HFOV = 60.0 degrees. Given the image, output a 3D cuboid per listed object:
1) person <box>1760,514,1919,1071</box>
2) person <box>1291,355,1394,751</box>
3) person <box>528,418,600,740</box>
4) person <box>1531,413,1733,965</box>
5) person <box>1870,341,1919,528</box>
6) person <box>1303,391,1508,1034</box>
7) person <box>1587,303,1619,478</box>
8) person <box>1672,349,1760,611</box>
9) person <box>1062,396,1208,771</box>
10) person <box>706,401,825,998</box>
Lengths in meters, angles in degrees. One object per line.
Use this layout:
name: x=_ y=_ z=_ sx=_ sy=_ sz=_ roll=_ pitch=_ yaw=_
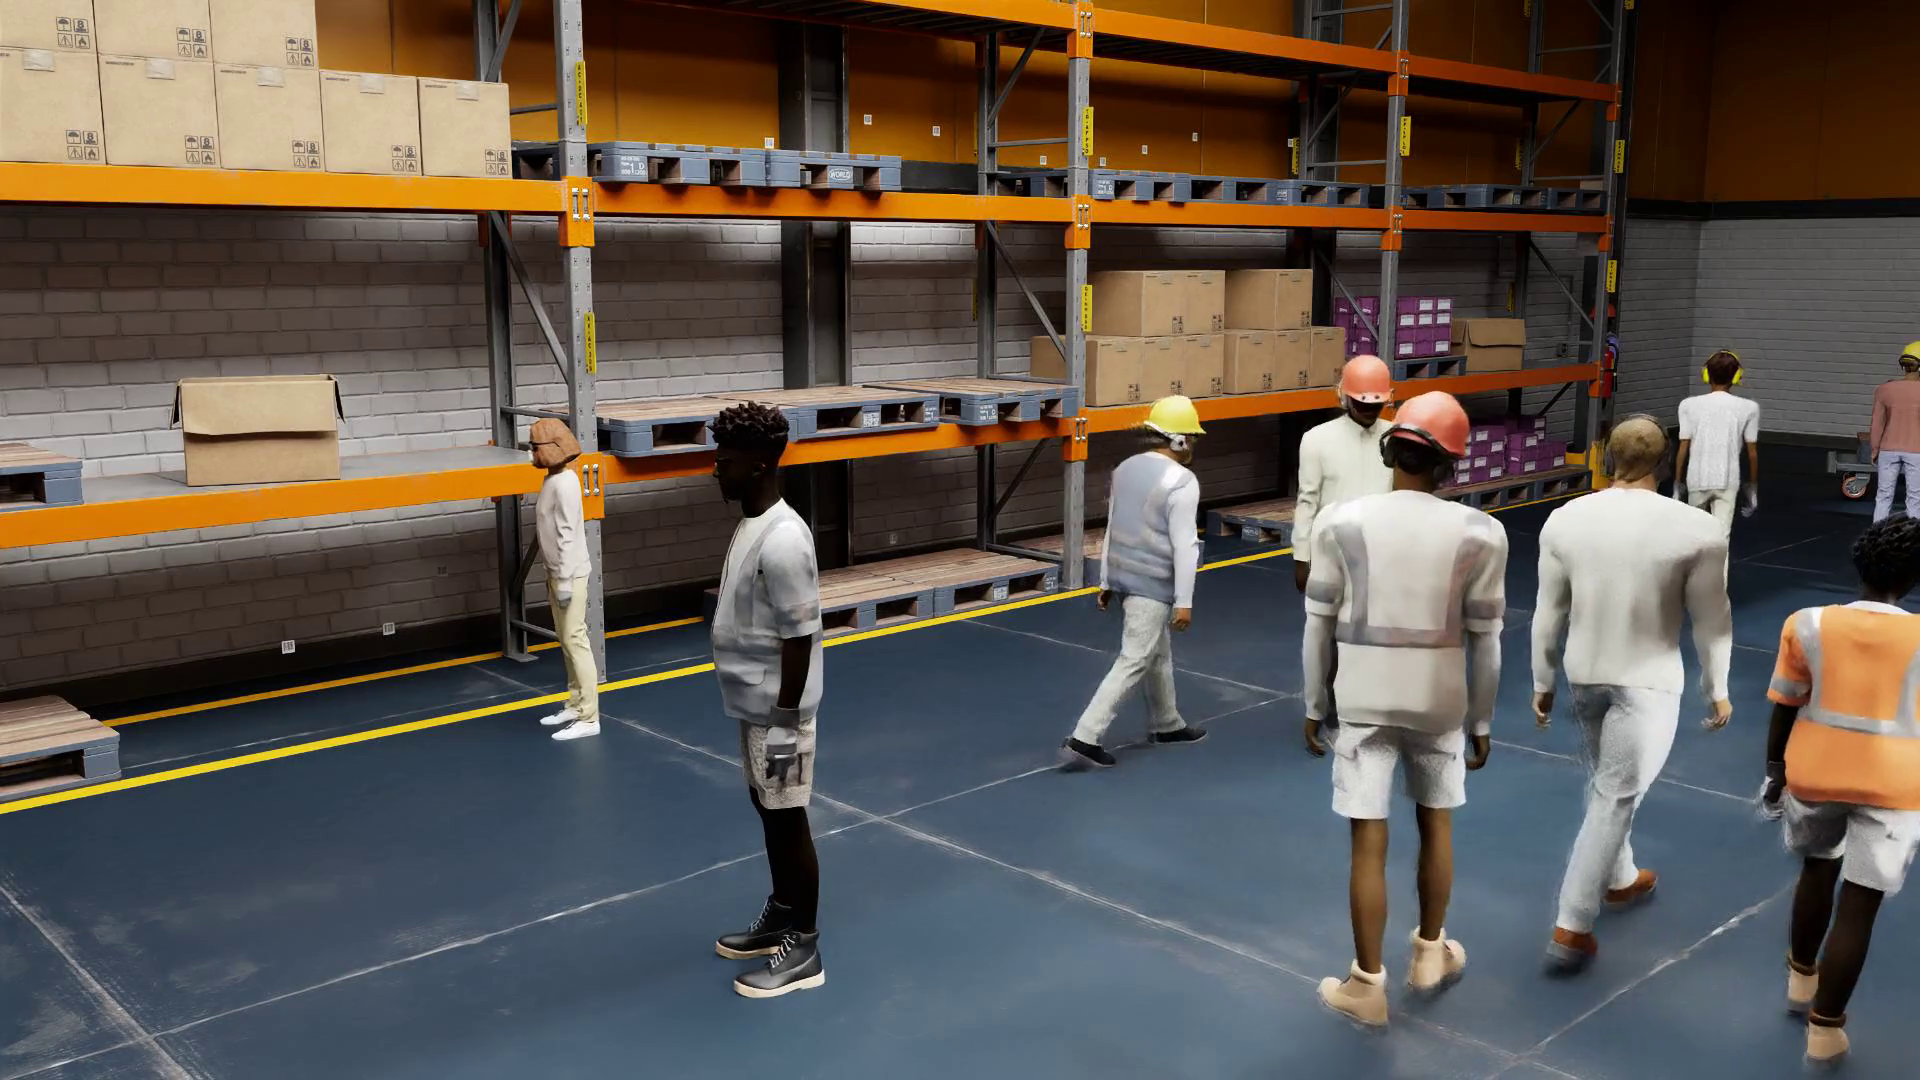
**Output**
person: x=2.770 y=0.742 z=5.087 sx=0.540 sy=1.662 sz=0.707 roll=9 pitch=13 yaw=41
person: x=1.929 y=0.061 z=8.202 sx=0.637 sy=1.963 sz=0.528 roll=-1 pitch=10 yaw=-6
person: x=-2.023 y=0.190 z=8.446 sx=0.285 sy=1.626 sz=0.493 roll=-4 pitch=11 yaw=-23
person: x=2.315 y=0.506 z=5.845 sx=1.005 sy=1.897 sz=0.638 roll=-8 pitch=13 yaw=-40
person: x=7.487 y=-0.685 z=13.157 sx=0.327 sy=1.767 sz=0.533 roll=-9 pitch=13 yaw=-41
person: x=1.408 y=0.532 z=5.341 sx=0.613 sy=2.003 sz=0.639 roll=1 pitch=10 yaw=8
person: x=7.004 y=-1.638 z=18.230 sx=0.354 sy=1.939 sz=0.545 roll=1 pitch=10 yaw=6
person: x=4.993 y=-0.343 z=10.997 sx=0.532 sy=1.831 sz=0.957 roll=4 pitch=11 yaw=23
person: x=0.854 y=0.201 z=7.956 sx=0.881 sy=1.782 sz=0.609 roll=-5 pitch=11 yaw=-27
person: x=-0.639 y=0.520 z=5.510 sx=0.362 sy=1.963 sz=0.613 roll=-3 pitch=10 yaw=-17
